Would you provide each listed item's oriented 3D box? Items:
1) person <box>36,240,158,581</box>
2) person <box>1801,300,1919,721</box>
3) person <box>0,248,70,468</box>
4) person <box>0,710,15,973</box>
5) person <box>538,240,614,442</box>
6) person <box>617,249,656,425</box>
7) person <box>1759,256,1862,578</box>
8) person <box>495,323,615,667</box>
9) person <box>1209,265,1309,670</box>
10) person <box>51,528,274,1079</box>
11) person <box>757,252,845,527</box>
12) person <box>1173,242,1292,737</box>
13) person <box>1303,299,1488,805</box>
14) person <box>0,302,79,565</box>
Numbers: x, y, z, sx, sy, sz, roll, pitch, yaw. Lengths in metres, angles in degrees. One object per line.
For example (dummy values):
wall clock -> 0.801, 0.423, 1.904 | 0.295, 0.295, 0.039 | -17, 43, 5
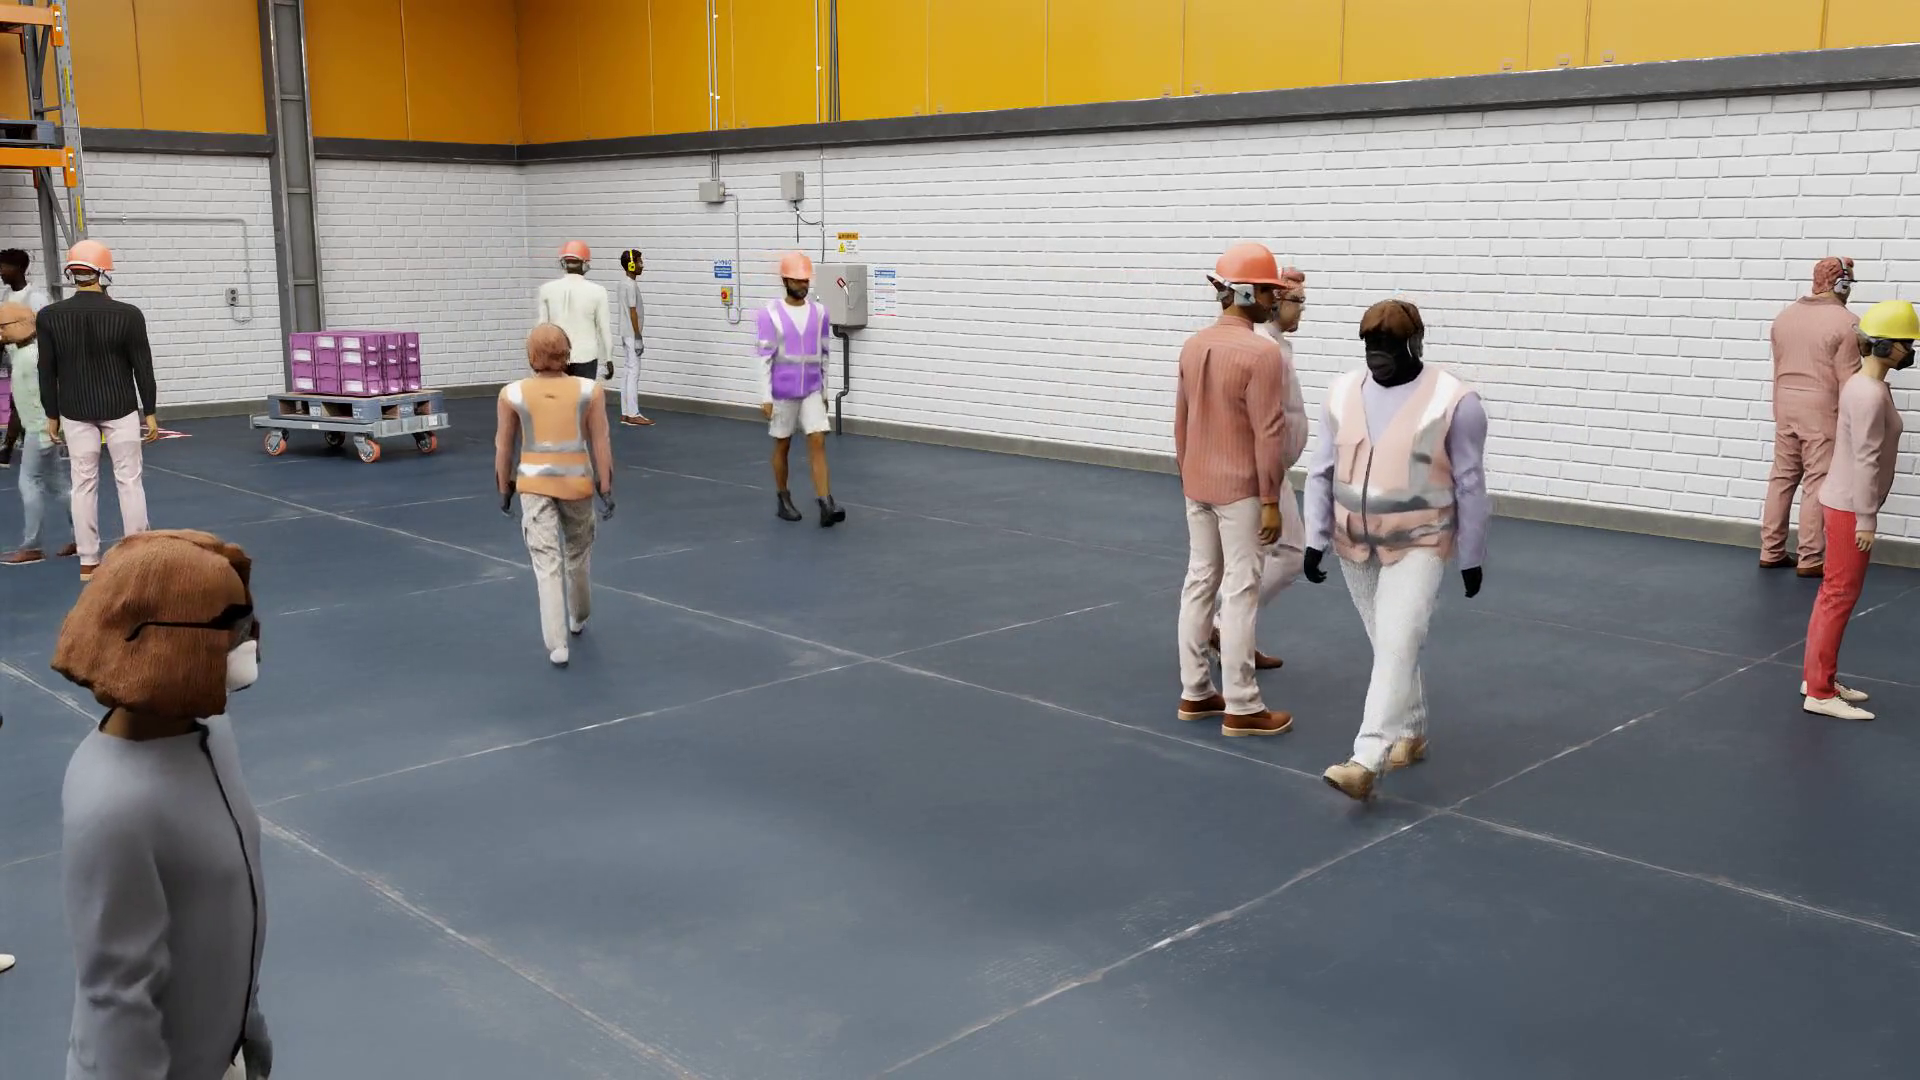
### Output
person -> -5.053, -0.757, 9.796 | 0.621, 1.992, 0.397 | -2, 11, -12
person -> 3.810, -0.126, 7.011 | 0.344, 1.758, 0.520 | 5, 11, 24
person -> -8.257, -1.608, 14.684 | 0.608, 1.916, 1.020 | 9, 14, 41
person -> -2.726, 0.350, 4.424 | 0.562, 1.738, 0.388 | 7, 12, 33
person -> -3.282, -1.574, 14.292 | 0.656, 1.974, 0.522 | 1, 10, 6
person -> -3.495, -2.165, 17.813 | 0.328, 1.873, 0.518 | -5, 12, -25
person -> 5.101, -0.724, 9.887 | 0.402, 1.902, 0.639 | -3, 11, -18
person -> -1.956, -0.239, 8.020 | 0.543, 1.593, 0.851 | -3, 11, -16
person -> 1.383, -0.295, 7.570 | 0.433, 1.884, 0.739 | 1, 10, 5
person -> -1.123, 0.783, 2.413 | 0.287, 1.623, 0.495 | -2, 11, -10
person -> -1.101, -1.026, 11.514 | 0.569, 1.893, 0.965 | -5, 11, -25
person -> 1.116, -0.204, 6.791 | 0.391, 1.991, 0.612 | -6, 12, -28
person -> 1.521, 0.036, 6.023 | 0.629, 1.786, 0.993 | 10, 14, 42
person -> -5.753, -0.652, 10.287 | 0.607, 1.611, 0.526 | -6, 12, -31
